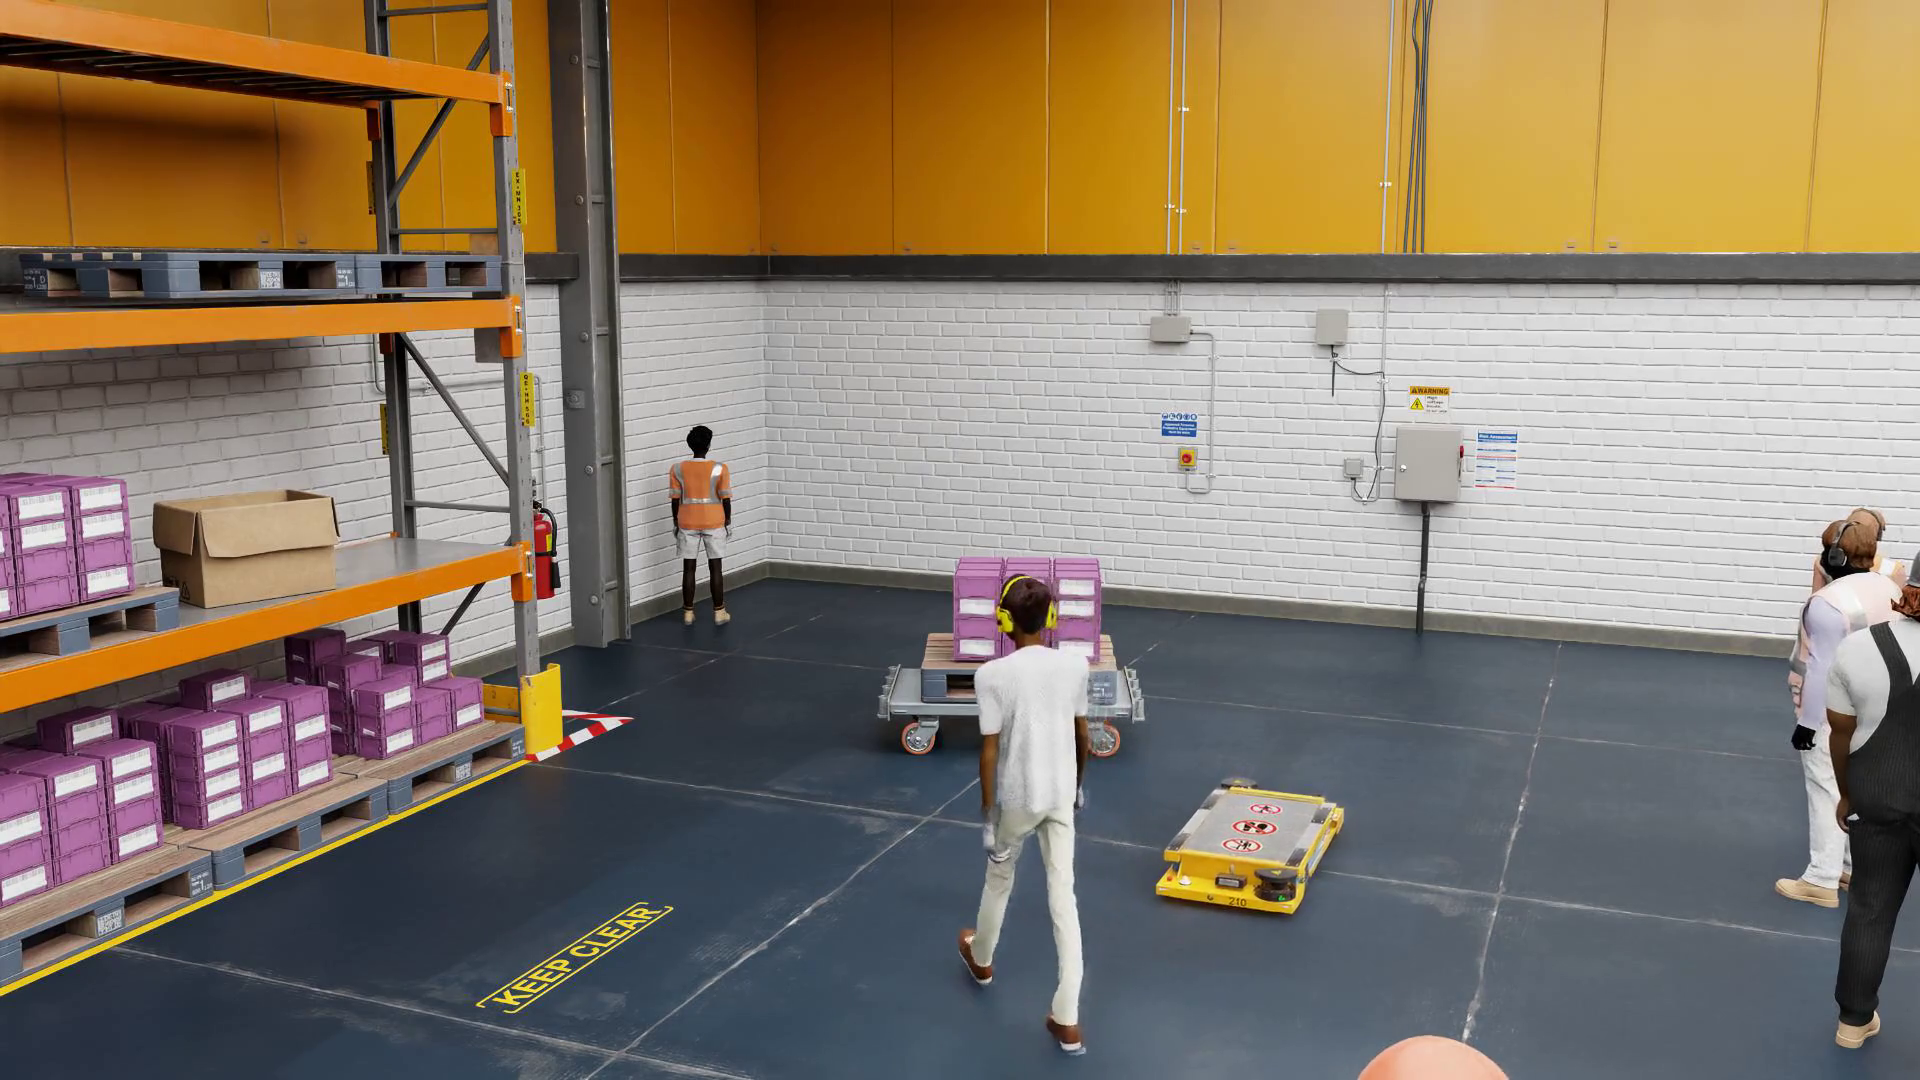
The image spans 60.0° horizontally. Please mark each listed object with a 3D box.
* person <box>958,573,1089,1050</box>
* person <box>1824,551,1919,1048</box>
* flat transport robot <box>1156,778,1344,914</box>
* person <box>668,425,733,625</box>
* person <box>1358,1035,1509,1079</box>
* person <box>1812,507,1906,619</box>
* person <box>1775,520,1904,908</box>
[{"bbox_3d":[0.284,1.038,6.700,0.539,1.811,0.977,-3,10,-16],"label":"person"},{"bbox_3d":[3.673,0.985,6.316,0.537,2.000,0.679,-8,12,-40],"label":"person"},{"bbox_3d":[1.499,1.519,8.426,0.652,0.197,1.431,4,10,22],"label":"flat transport robot"},{"bbox_3d":[-2.181,-0.121,14.057,0.540,1.696,0.315,0,9,2],"label":"person"},{"bbox_3d":[0.638,1.654,2.390,0.613,1.997,0.374,8,12,40],"label":"person"},{"bbox_3d":[5.199,0.629,9.671,0.515,1.645,0.309,9,13,43],"label":"person"},{"bbox_3d":[4.178,0.818,7.929,0.629,1.842,0.429,-6,11,-32],"label":"person"}]
